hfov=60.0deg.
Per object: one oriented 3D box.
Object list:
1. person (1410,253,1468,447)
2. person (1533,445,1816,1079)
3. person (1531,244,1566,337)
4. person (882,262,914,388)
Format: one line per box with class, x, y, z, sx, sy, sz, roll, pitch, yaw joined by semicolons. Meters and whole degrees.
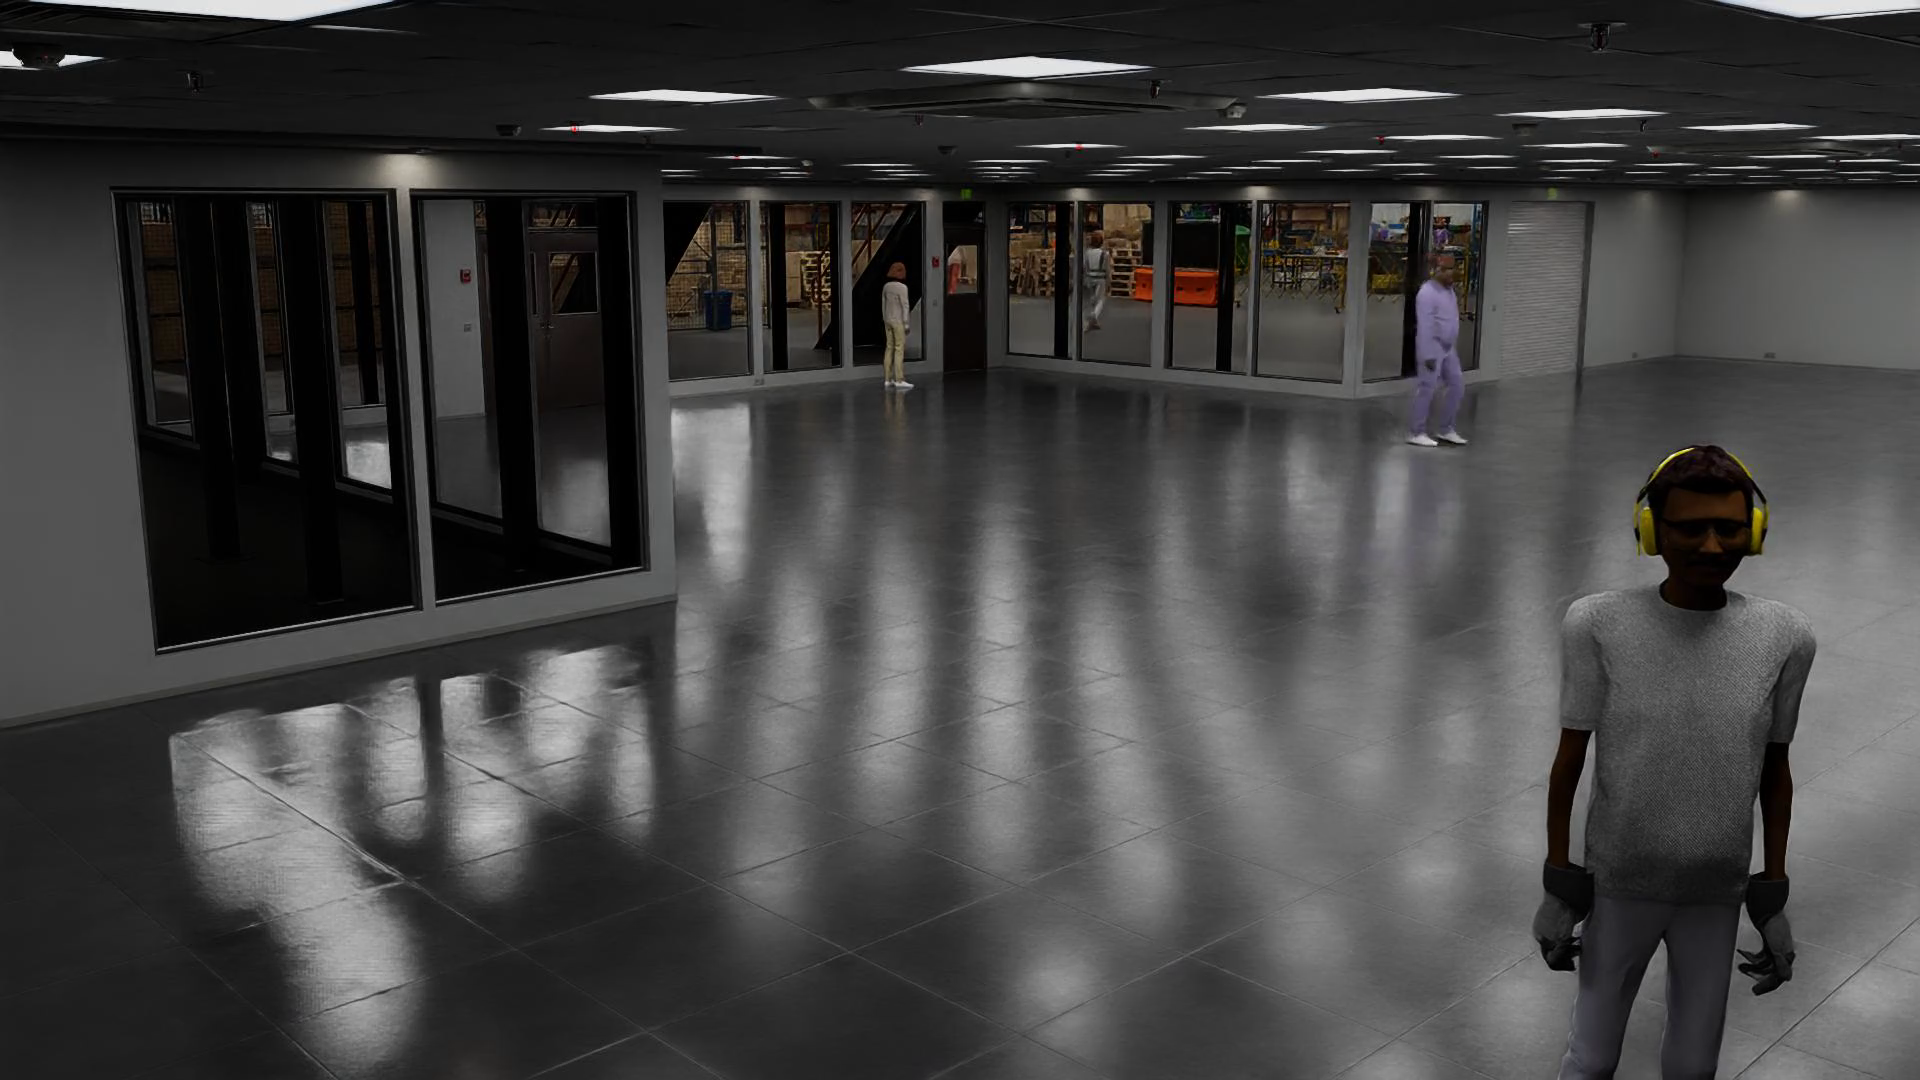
person;4.734;-1.837;16.217;0.664;1.883;0.668;10;15;40
person;1.452;0.729;3.416;0.513;1.872;0.328;1;11;6
person;10.282;-4.285;28.730;0.969;1.794;0.506;-1;11;-4
person;-0.825;-2.805;21.699;0.274;1.632;0.503;-9;14;-38
